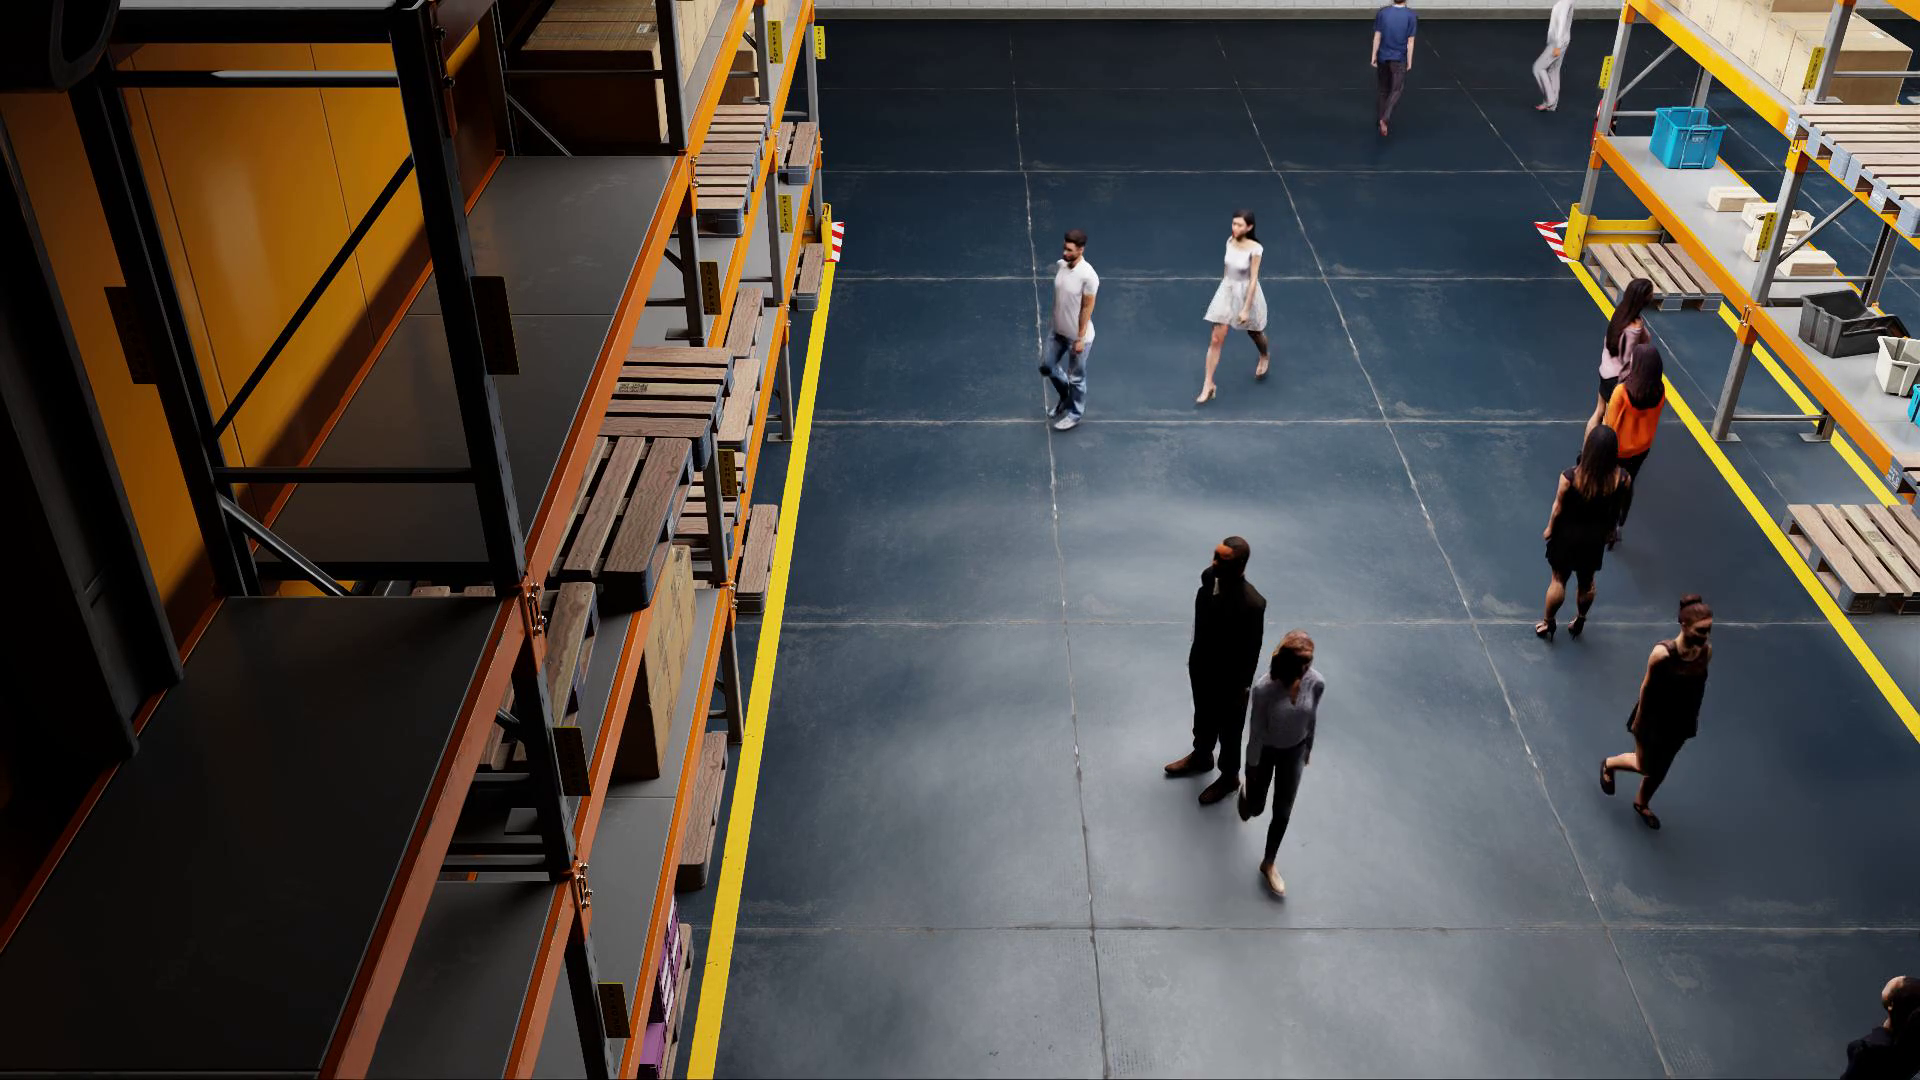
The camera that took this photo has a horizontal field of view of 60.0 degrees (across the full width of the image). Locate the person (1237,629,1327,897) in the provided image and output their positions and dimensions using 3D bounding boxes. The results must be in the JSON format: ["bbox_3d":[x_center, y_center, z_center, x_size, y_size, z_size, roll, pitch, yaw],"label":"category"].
[{"bbox_3d":[1.811,1.213,9.707,0.672,1.775,0.965,-5,34,-7],"label":"person"}]

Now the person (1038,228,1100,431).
[{"bbox_3d":[1.024,-1.804,14.182,0.856,1.845,0.774,-22,39,-29],"label":"person"}]

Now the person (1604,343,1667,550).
[{"bbox_3d":[5.058,-0.646,12.539,0.713,1.736,0.736,-8,34,-11],"label":"person"}]

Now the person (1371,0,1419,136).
[{"bbox_3d":[5.229,-5.790,20.171,0.915,1.853,1.057,15,37,22],"label":"person"}]

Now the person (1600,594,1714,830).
[{"bbox_3d":[4.241,1.006,10.117,0.681,1.664,0.777,-10,35,-15],"label":"person"}]

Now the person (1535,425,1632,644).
[{"bbox_3d":[4.342,-0.028,11.624,0.634,1.718,0.578,0,34,-1],"label":"person"}]

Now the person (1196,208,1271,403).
[{"bbox_3d":[2.540,-2.091,14.724,1.193,1.722,1.158,-27,42,-34],"label":"person"}]

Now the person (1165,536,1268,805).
[{"bbox_3d":[1.623,0.775,10.249,0.852,1.904,0.729,-16,37,-23],"label":"person"}]

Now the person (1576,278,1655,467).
[{"bbox_3d":[5.286,-1.286,13.433,0.664,1.811,0.455,1,34,1],"label":"person"}]

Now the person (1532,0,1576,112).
[{"bbox_3d":[7.620,-6.251,20.951,0.766,1.758,0.672,11,35,16],"label":"person"}]
